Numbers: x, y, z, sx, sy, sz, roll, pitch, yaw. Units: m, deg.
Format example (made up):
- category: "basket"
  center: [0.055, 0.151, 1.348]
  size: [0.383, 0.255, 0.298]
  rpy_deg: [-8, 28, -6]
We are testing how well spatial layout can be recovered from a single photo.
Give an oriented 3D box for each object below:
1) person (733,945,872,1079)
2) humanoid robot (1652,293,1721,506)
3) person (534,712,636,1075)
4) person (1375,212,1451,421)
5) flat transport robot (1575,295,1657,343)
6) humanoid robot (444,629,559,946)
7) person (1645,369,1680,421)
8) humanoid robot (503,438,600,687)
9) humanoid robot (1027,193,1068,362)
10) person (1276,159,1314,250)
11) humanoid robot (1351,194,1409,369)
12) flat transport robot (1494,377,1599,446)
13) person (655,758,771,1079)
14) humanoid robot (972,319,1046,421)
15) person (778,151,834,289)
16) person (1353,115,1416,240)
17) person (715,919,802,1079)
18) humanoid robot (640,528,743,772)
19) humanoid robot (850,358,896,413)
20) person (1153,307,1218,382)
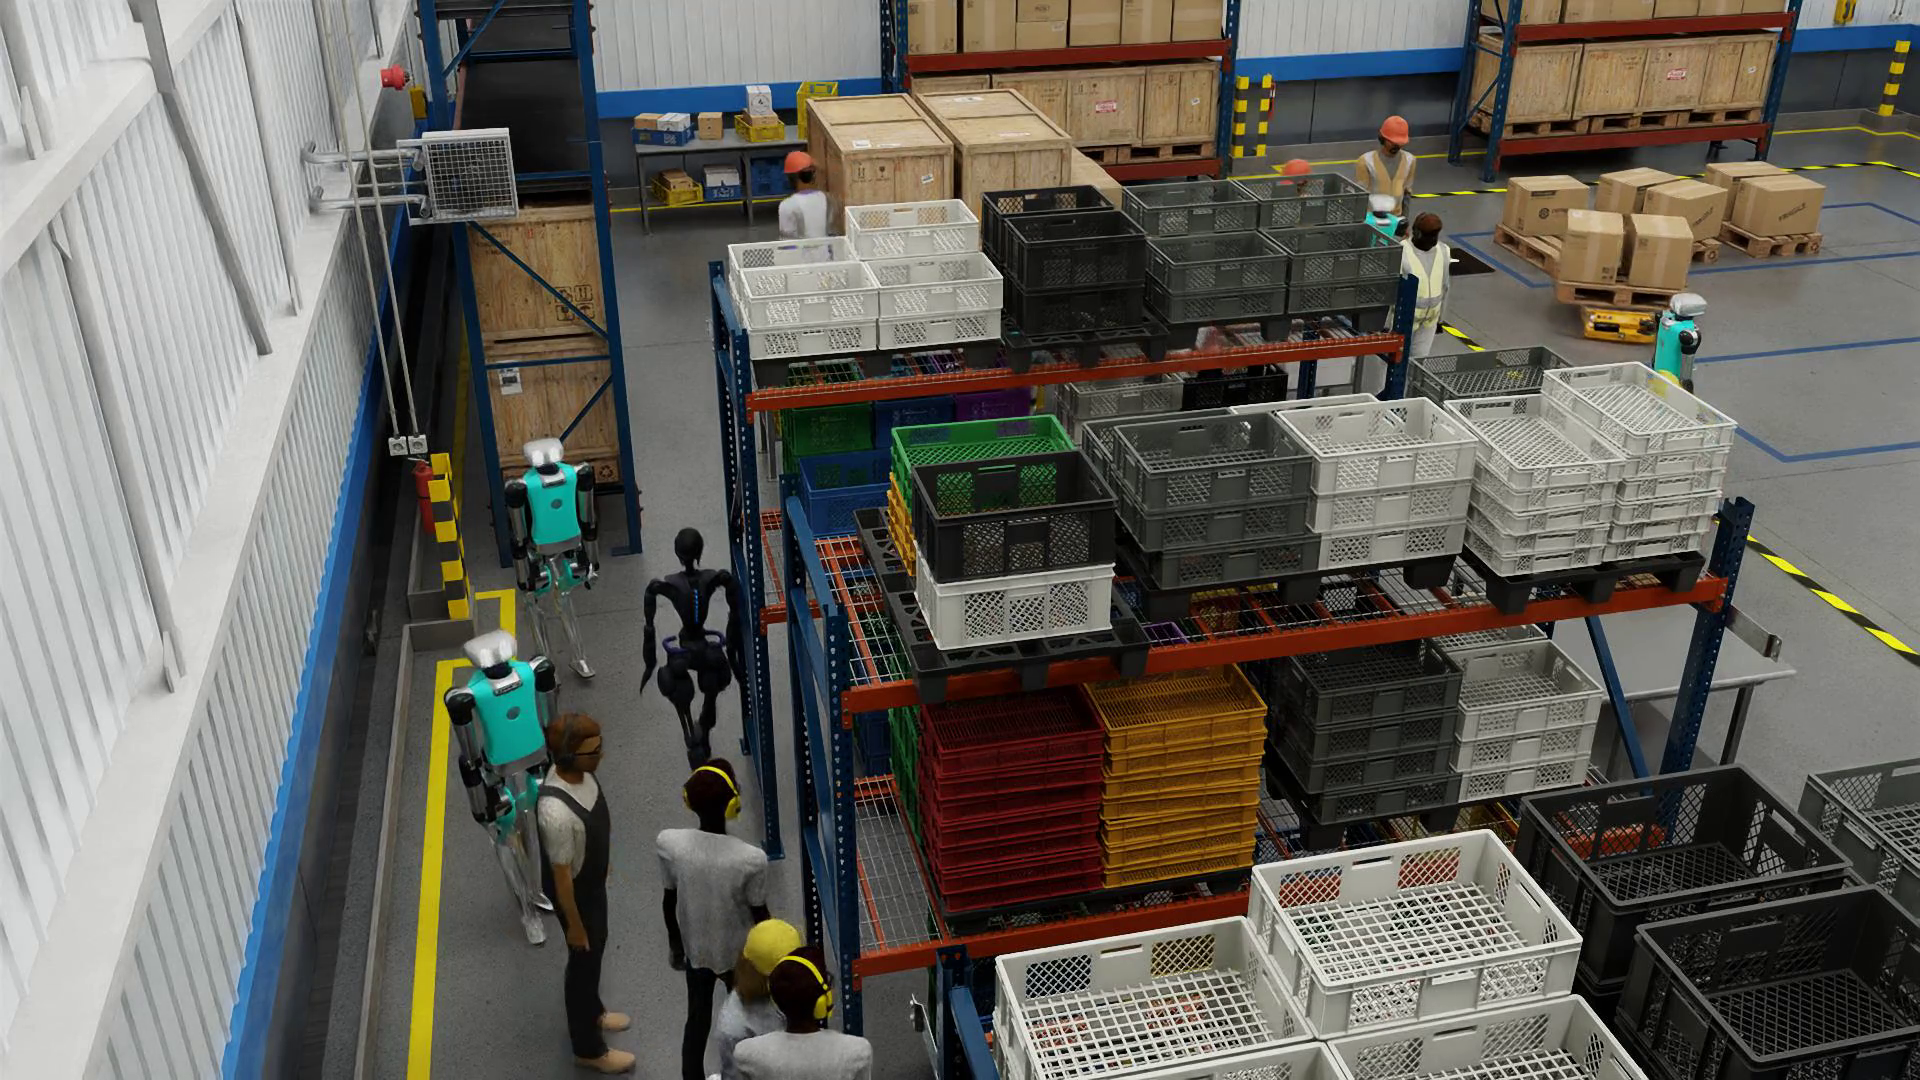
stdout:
- category: "person"
  center: [-0.547, 2.253, 6.063]
  size: [0.517, 1.863, 0.336]
  rpy_deg: [-1, 28, -2]
- category: "humanoid robot"
  center: [5.402, -1.005, 12.240]
  size: [0.735, 1.671, 0.533]
  rpy_deg: [-2, 28, -3]
- category: "person"
  center: [-1.675, 1.559, 7.408]
  size: [0.337, 1.846, 0.516]
  rpy_deg: [-1, 28, -1]
- category: "person"
  center: [3.768, -1.834, 13.846]
  size: [0.622, 1.838, 0.430]
  rpy_deg: [-9, 29, -16]
- category: "flat transport robot"
  center: [6.456, -2.296, 16.374]
  size: [0.652, 0.197, 1.431]
  rpy_deg: [7, 29, 12]
- category: "humanoid robot"
  center: [-2.280, 1.146, 8.257]
  size: [0.555, 1.773, 0.711]
  rpy_deg: [-19, 33, -32]
- category: "person"
  center: [4.496, -0.337, 11.099]
  size: [0.550, 1.729, 0.836]
  rpy_deg: [-4, 28, -8]
- category: "humanoid robot"
  center: [-2.528, 0.088, 10.195]
  size: [0.531, 1.686, 0.743]
  rpy_deg: [-16, 32, -27]
- category: "humanoid robot"
  center: [0.773, -2.349, 14.994]
  size: [0.582, 1.634, 0.598]
  rpy_deg: [-8, 29, -15]
- category: "person"
  center: [2.965, -2.504, 15.044]
  size: [0.435, 1.919, 0.534]
  rpy_deg: [0, 28, 1]
- category: "humanoid robot"
  center: [3.530, -2.295, 14.817]
  size: [0.557, 1.744, 0.847]
  rpy_deg: [-4, 28, -8]
- category: "flat transport robot"
  center: [4.780, -1.036, 14.013]
  size: [0.659, 0.231, 1.431]
  rpy_deg: [-6, 28, -12]
- category: "person"
  center: [-1.013, 1.744, 7.037]
  size: [0.500, 1.860, 0.335]
  rpy_deg: [8, 29, 15]
- category: "humanoid robot"
  center: [0.305, -1.134, 12.613]
  size: [0.808, 1.745, 0.530]
  rpy_deg: [-9, 29, -17]
- category: "person"
  center: [-1.313, -2.423, 14.787]
  size: [0.708, 2.005, 0.640]
  rpy_deg: [24, 36, 38]
- category: "person"
  center: [4.039, -3.047, 15.932]
  size: [0.604, 2.041, 0.380]
  rpy_deg: [-6, 28, -12]
- category: "person"
  center: [-0.741, 2.131, 6.451]
  size: [0.432, 1.721, 0.487]
  rpy_deg: [20, 34, 33]
- category: "humanoid robot"
  center: [-1.515, 0.666, 9.317]
  size: [0.588, 1.629, 0.772]
  rpy_deg: [-11, 30, -20]
- category: "humanoid robot"
  center: [-0.418, -0.575, 11.577]
  size: [0.910, 1.770, 0.543]
  rpy_deg: [-10, 29, -19]
- category: "person"
  center: [1.666, -1.163, 12.515]
  size: [0.456, 1.896, 0.579]
  rpy_deg: [-17, 32, -29]
